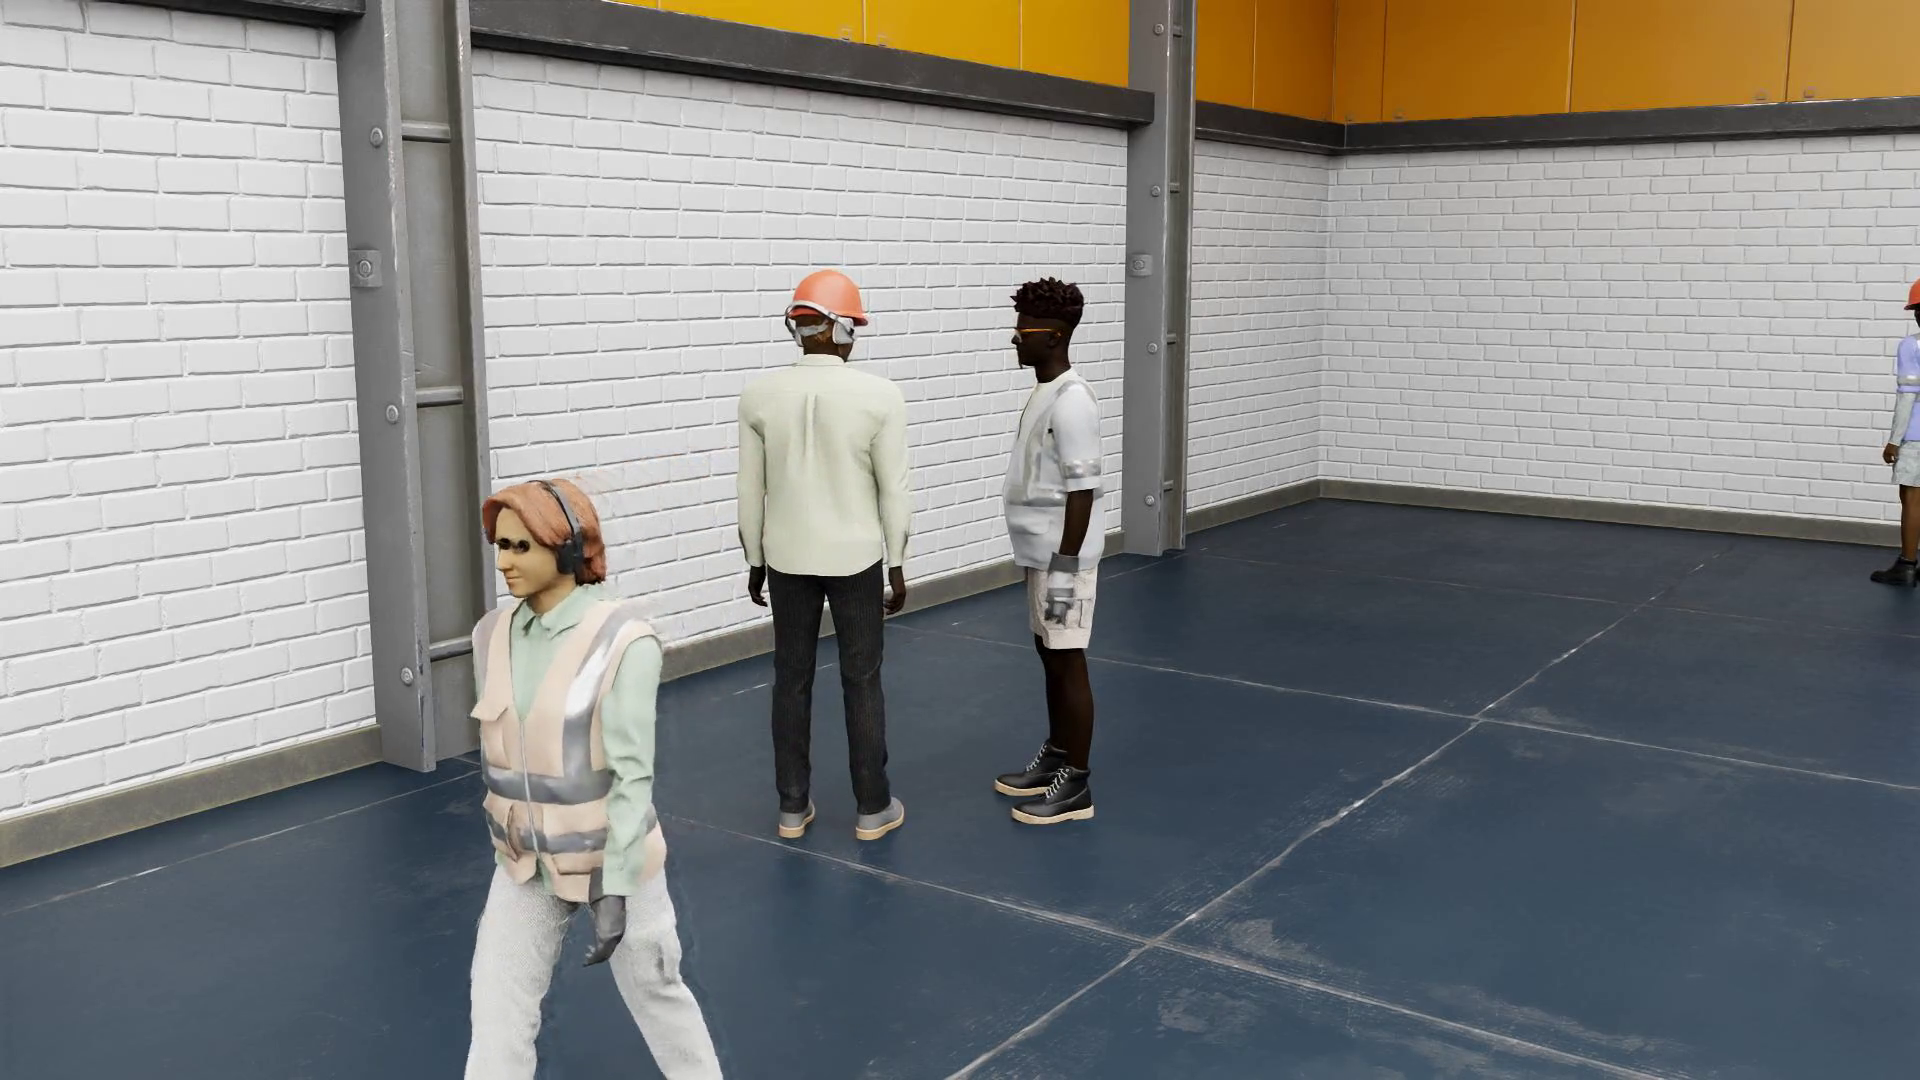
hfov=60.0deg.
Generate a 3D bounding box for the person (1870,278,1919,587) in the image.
[{"bbox_3d":[5.985,-0.667,10.342,0.542,1.931,0.366,-3,10,-17],"label":"person"}]

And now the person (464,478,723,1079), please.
[{"bbox_3d":[-0.790,0.663,3.411,0.512,1.598,0.859,5,11,27],"label":"person"}]

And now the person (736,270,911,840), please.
[{"bbox_3d":[-0.468,0.062,5.826,0.612,1.987,0.401,2,10,10],"label":"person"}]

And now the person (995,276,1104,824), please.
[{"bbox_3d":[0.337,0.038,6.030,0.369,1.967,0.601,-1,10,-6],"label":"person"}]
